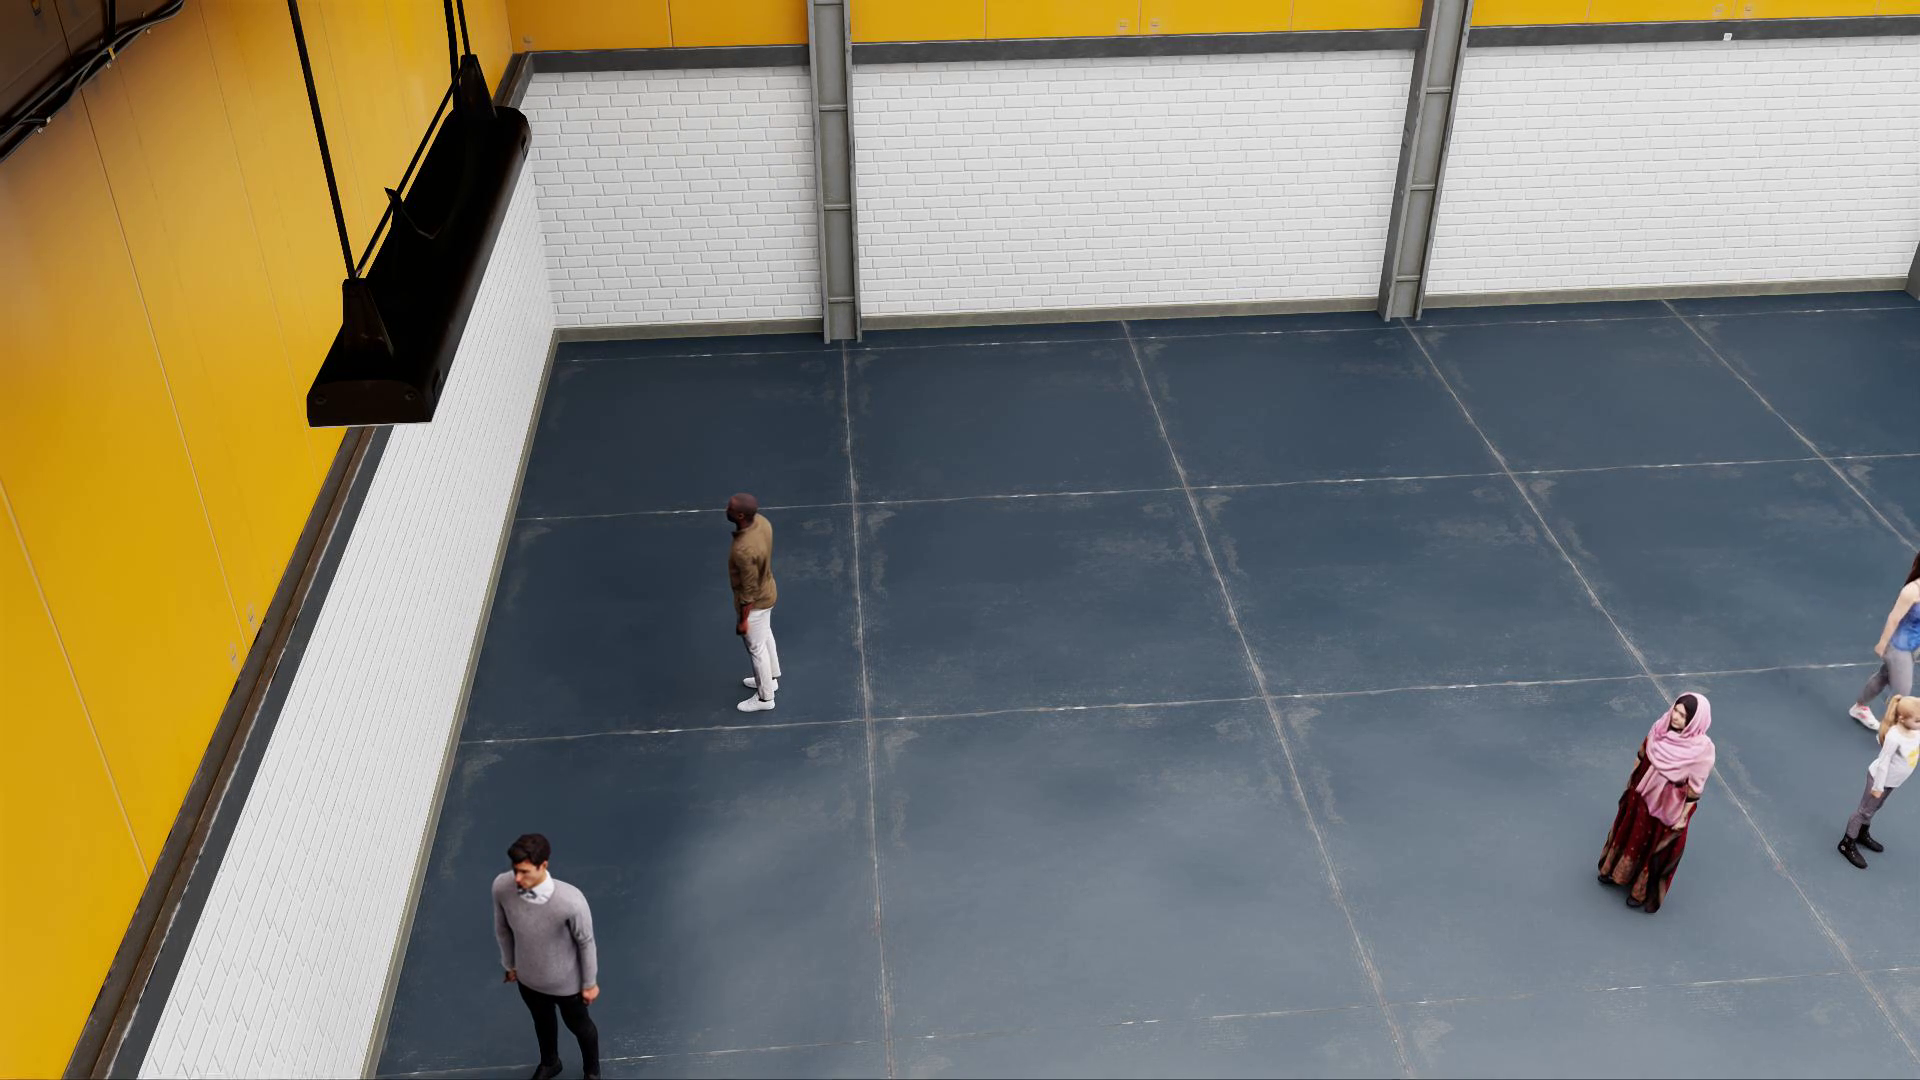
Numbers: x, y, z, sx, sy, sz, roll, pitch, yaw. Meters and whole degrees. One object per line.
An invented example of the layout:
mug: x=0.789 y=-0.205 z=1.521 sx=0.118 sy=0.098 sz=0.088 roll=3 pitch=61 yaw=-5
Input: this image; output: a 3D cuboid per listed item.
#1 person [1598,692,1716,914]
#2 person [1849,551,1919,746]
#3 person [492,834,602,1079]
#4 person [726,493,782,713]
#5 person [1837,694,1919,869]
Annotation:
person: x=4.392 y=1.602 z=10.411 sx=0.741 sy=1.637 sz=0.748 roll=-16 pitch=37 yaw=-23
person: x=6.650 y=0.702 z=11.807 sx=0.813 sy=1.590 sz=0.795 roll=-17 pitch=37 yaw=-24
person: x=-2.221 y=2.325 z=9.064 sx=0.732 sy=1.923 sz=0.885 roll=10 pitch=35 yaw=15
person: x=-1.488 y=0.430 z=12.004 sx=0.643 sy=1.825 sz=0.755 roll=3 pitch=34 yaw=5
person: x=6.020 y=1.537 z=10.833 sx=0.562 sy=1.279 sz=0.638 roll=-23 pitch=40 yaw=-31
